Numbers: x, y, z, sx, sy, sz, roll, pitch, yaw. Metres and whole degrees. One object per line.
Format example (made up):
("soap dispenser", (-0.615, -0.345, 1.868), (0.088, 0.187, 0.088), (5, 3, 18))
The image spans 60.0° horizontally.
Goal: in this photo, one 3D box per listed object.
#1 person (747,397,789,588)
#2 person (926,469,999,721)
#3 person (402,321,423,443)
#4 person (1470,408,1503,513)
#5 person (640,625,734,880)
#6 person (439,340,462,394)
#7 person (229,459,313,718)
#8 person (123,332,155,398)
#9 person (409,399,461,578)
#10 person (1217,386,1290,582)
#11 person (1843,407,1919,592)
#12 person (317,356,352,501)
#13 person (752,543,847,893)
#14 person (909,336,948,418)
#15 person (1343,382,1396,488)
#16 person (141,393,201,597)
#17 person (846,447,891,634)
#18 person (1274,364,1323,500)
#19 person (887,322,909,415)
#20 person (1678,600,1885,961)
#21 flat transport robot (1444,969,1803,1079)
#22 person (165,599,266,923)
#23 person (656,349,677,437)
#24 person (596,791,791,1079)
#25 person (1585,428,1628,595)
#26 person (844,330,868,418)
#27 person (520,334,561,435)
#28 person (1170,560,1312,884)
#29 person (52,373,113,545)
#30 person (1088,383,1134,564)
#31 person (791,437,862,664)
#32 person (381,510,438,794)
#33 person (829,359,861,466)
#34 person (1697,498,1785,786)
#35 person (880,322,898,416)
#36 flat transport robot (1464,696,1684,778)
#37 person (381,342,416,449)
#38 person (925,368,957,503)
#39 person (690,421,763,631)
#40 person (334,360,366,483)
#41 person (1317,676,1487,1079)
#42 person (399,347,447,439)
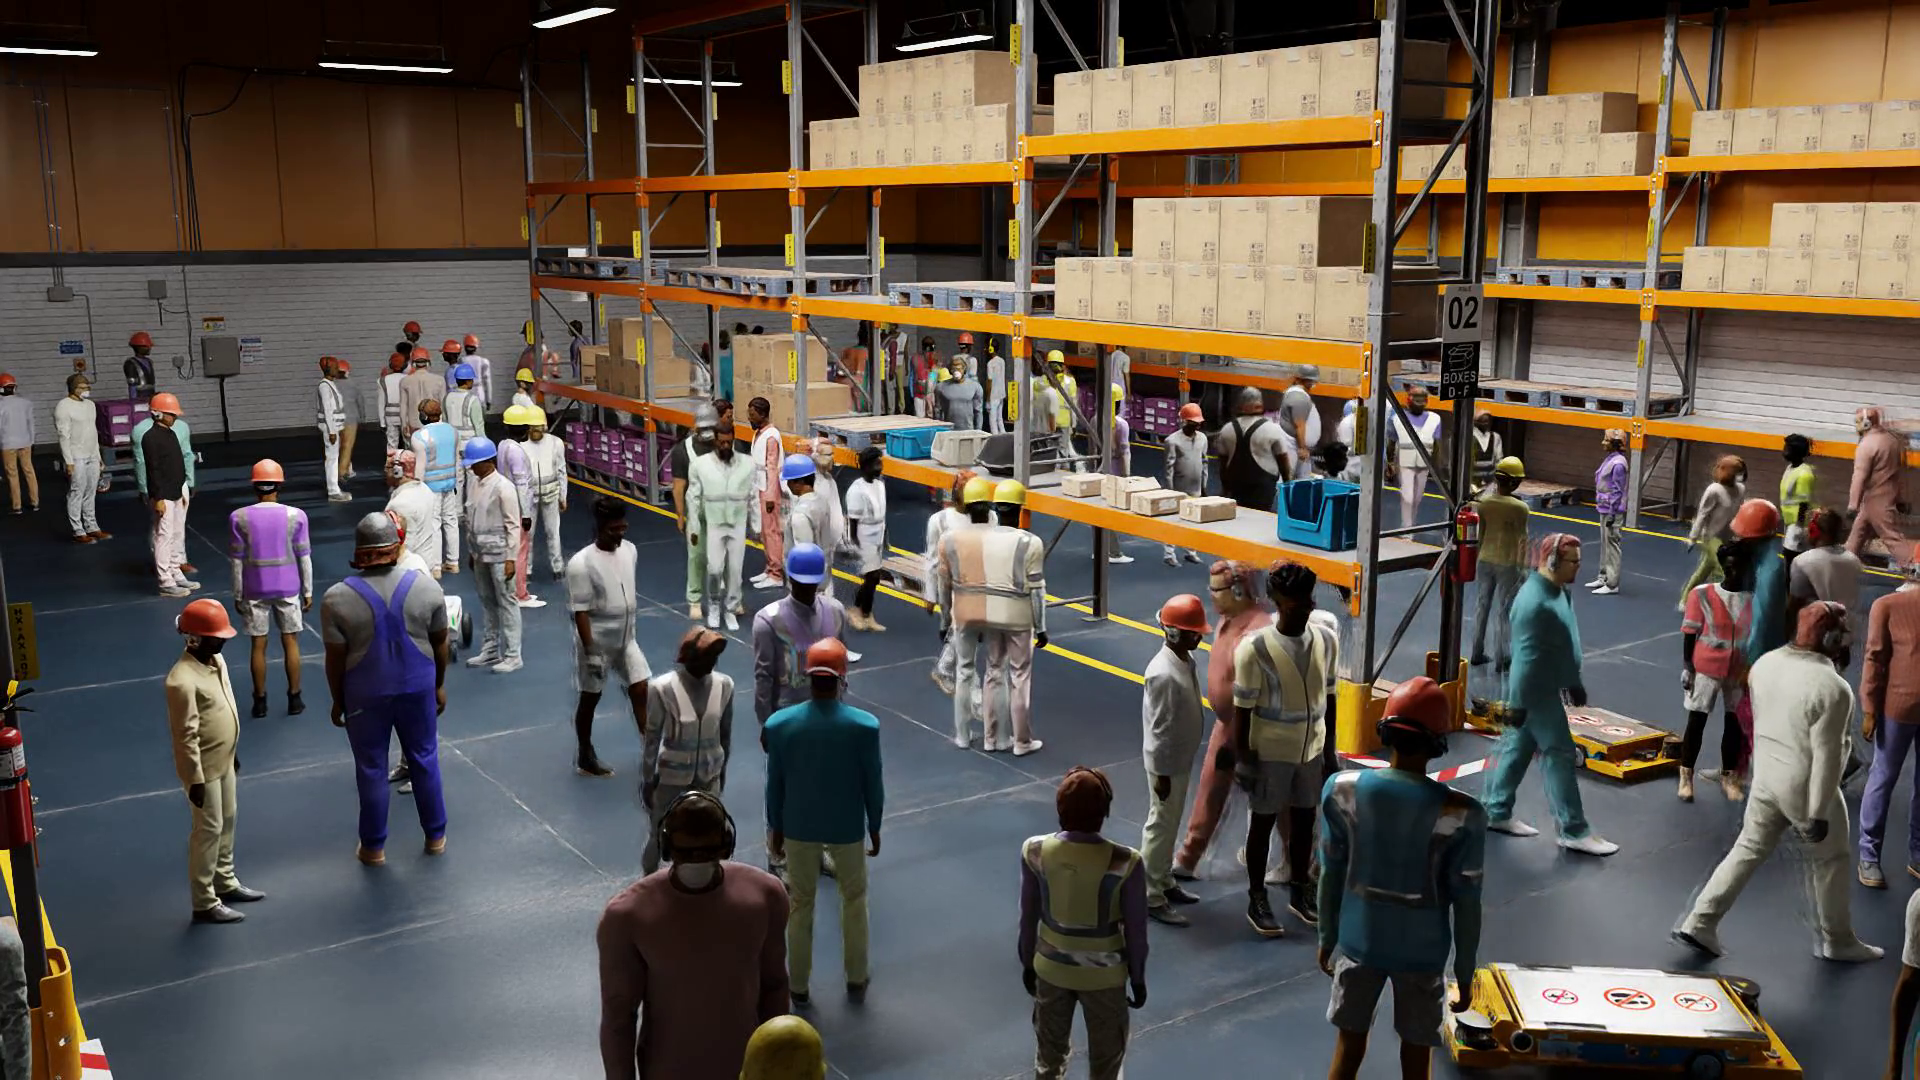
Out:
("person", (-1.932, -0.482, 16.677), (0.410, 1.908, 0.598), (-4, 12, -19))
("person", (0.021, 0.361, 12.529), (0.603, 1.847, 0.977), (-6, 12, -27))
("person", (-8.937, -2.576, 27.199), (0.412, 1.985, 0.609), (1, 11, 5))
("person", (5.660, -0.639, 18.176), (0.558, 1.626, 0.400), (-2, 11, -8))
("person", (-1.459, 1.217, 8.730), (0.554, 1.603, 0.742), (-6, 13, -30))
("person", (-7.216, -1.889, 23.773), (0.347, 1.943, 0.544), (0, 11, 3))
("person", (-5.089, 0.360, 12.327), (0.552, 1.923, 0.391), (-5, 12, -23))
("person", (-11.746, -1.979, 23.978), (0.383, 2.041, 0.613), (0, 11, 2))
("person", (-5.403, -0.531, 17.082), (0.429, 1.844, 0.622), (5, 12, 26))
("person", (2.997, -0.613, 16.991), (0.686, 2.000, 1.075), (9, 14, 39))
("person", (9.108, -0.396, 16.471), (1.071, 1.827, 0.648), (11, 15, 44))
("person", (-8.165, -1.445, 21.654), (0.355, 1.883, 0.575), (-3, 12, -17))
("person", (-0.860, 0.959, 9.201), (0.606, 1.940, 0.409), (-10, 15, -40))
("person", (-0.495, -2.244, 25.848), (0.619, 1.845, 0.430), (1, 11, 6))
("person", (4.544, -0.905, 18.476), (0.609, 2.043, 0.397), (-2, 11, -8))
("person", (-7.738, -0.446, 16.266), (0.385, 1.990, 0.608), (-1, 11, -6))
("person", (-0.790, 0.011, 14.684), (0.375, 1.683, 0.555), (5, 12, 25))
("person", (4.012, -1.243, 20.215), (0.851, 2.000, 0.717), (3, 11, 16))
("person", (-1.232, -3.200, 30.778), (0.567, 1.832, 0.399), (0, 11, 1))
("person", (4.090, 1.201, 8.200), (0.999, 1.859, 0.650), (-3, 11, -13))
("flat transport robot", (2.903, 2.141, 7.438), (1.431, 0.197, 0.652), (1, 11, 6))
("person", (-3.919, 1.152, 8.732), (0.355, 1.737, 0.578), (-1, 11, -5))
("person", (-4.893, -2.534, 27.388), (0.581, 1.816, 0.540), (-8, 14, -37))
("person", (-0.823, 1.720, 5.313), (0.635, 1.937, 0.357), (-6, 12, -27))
("person", (6.387, -0.283, 16.332), (0.307, 1.641, 0.514), (2, 11, 10))
("person", (-1.671, -2.484, 27.062), (0.631, 1.862, 0.989), (8, 14, 35))
("person", (-6.533, -2.313, 25.935), (0.639, 1.942, 0.763), (-1, 11, -6))
("person", (1.533, 1.021, 9.120), (0.962, 1.846, 0.661), (-2, 11, -12))
("person", (-9.941, -0.922, 18.840), (0.373, 1.937, 0.630), (1, 11, 5))
("person", (1.613, -0.708, 17.759), (0.353, 1.930, 0.590), (-8, 14, -37))
("person", (-1.127, 0.077, 13.879), (0.538, 1.904, 0.677), (2, 11, 11))
("person", (-3.579, 0.707, 10.766), (0.391, 1.836, 0.561), (-11, 15, -43))
("person", (-1.693, -1.934, 24.891), (0.498, 1.596, 0.806), (7, 13, 33))
("person", (5.026, 0.687, 10.582), (0.428, 1.963, 0.687), (2, 11, 12))
("person", (-1.368, -3.088, 30.219), (0.403, 1.825, 0.593), (-8, 14, -35))
("flat transport robot", (4.285, 1.326, 11.609), (0.652, 0.197, 1.431), (-6, 12, -27))
("person", (-7.846, -1.835, 23.515), (0.620, 1.933, 0.643), (-7, 13, -33))
("person", (-0.193, -1.348, 21.491), (0.522, 1.759, 0.360), (-3, 11, -13))
("person", (-2.087, -0.125, 14.857), (0.621, 1.899, 0.457), (-4, 12, -18))
("person", (-8.617, -1.662, 23.246), (0.547, 1.710, 0.918), (0, 11, 2))
("person", (1.632, 1.503, 6.206), (0.605, 2.031, 0.420), (6, 12, 27))
("person", (-7.028, -1.535, 21.859), (0.620, 1.986, 0.410), (-3, 11, -14))
